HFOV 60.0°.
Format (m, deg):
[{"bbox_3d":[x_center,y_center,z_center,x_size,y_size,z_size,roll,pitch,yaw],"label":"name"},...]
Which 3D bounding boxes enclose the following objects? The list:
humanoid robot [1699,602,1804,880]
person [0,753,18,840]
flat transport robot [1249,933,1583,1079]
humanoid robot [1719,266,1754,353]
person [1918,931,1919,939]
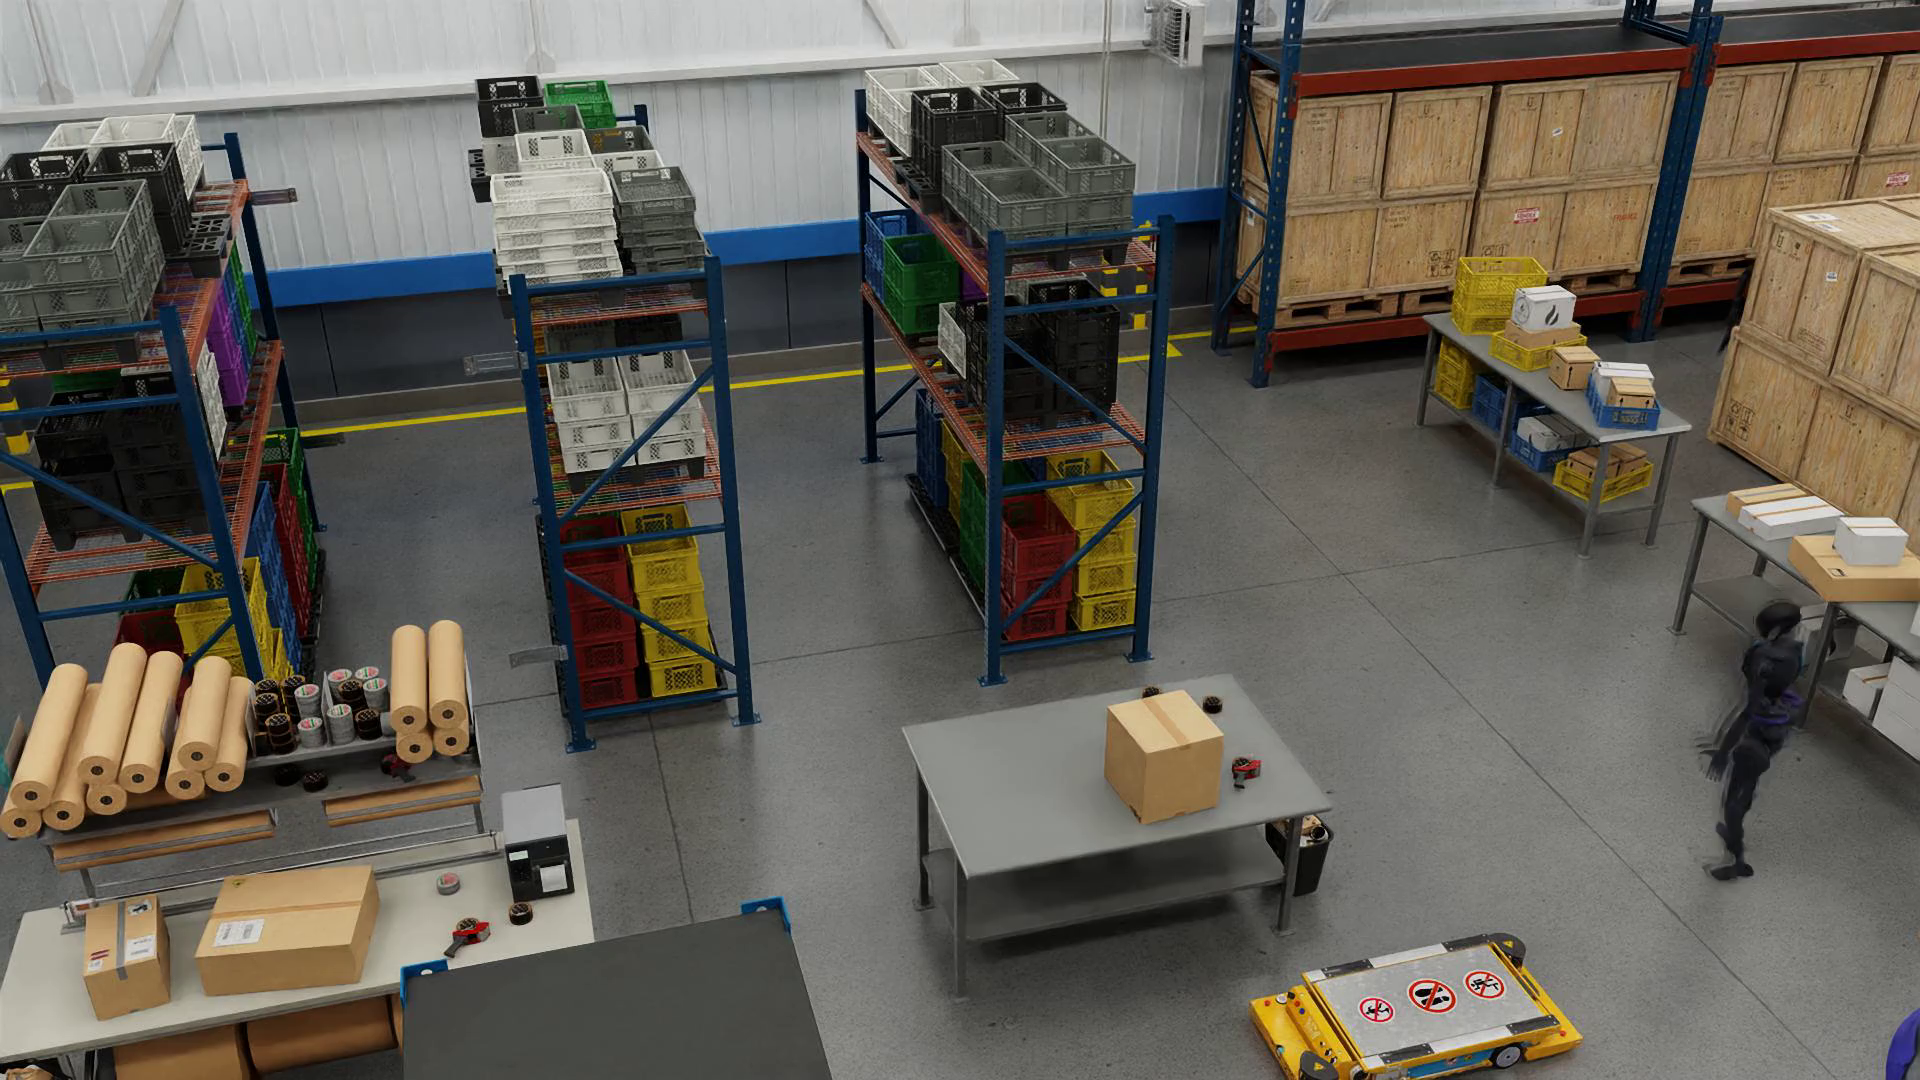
[{"bbox_3d":[4.249,1.008,8.871,0.411,1.634,0.660,22,35,34],"label":"humanoid robot"},{"bbox_3d":[-5.345,1.049,8.750,0.533,1.698,0.974,1,29,2],"label":"person"},{"bbox_3d":[2.184,2.282,7.980,1.431,0.197,0.652,-8,30,-14],"label":"flat transport robot"},{"bbox_3d":[6.691,-1.738,13.867,0.574,1.639,0.536,13,32,23],"label":"humanoid robot"},{"bbox_3d":[5.166,1.226,8.252,0.355,1.887,0.573,18,34,30],"label":"person"}]
